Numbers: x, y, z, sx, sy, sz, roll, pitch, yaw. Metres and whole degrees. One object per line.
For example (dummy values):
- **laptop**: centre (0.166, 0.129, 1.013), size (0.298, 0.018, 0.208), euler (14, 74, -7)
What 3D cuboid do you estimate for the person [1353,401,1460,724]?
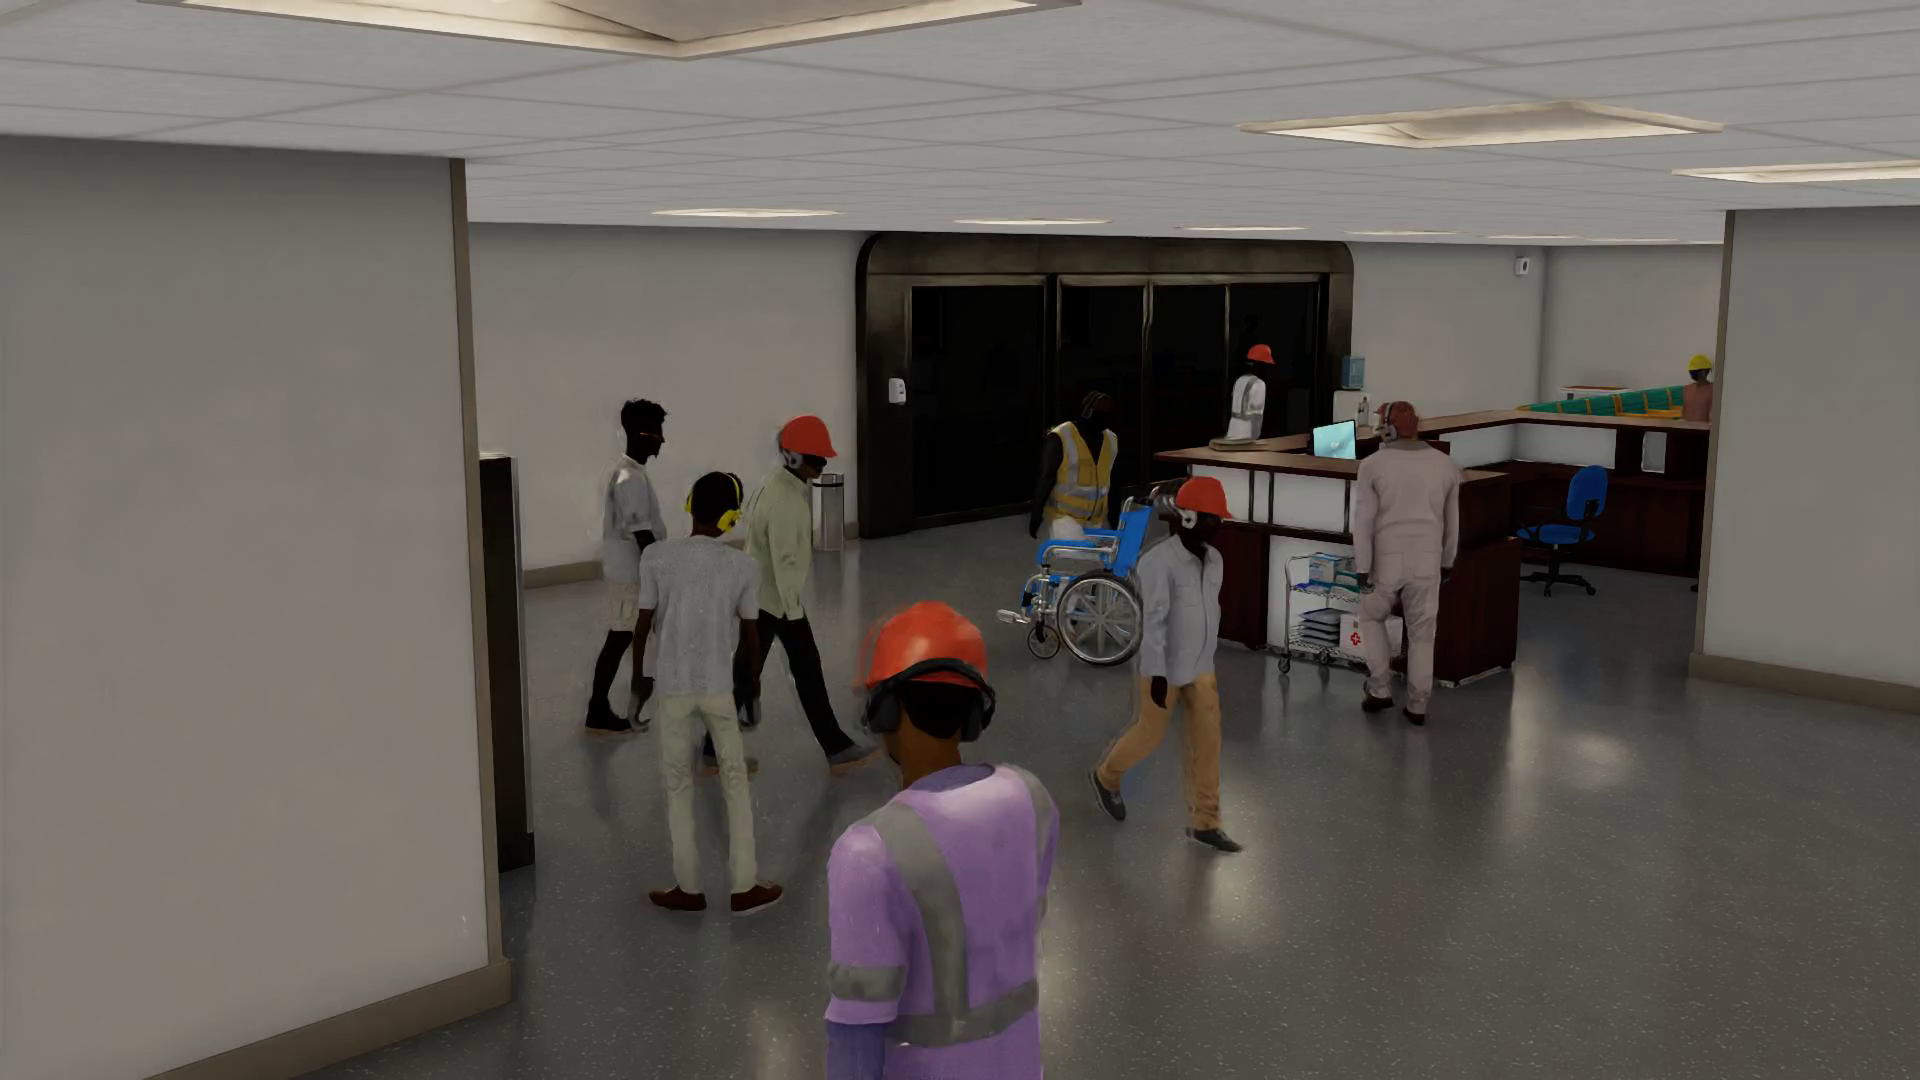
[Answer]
- **person**: centre (2.616, 0.127, 9.807), size (0.682, 1.881, 0.557), euler (-1, 9, -3)

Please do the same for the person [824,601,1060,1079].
- **person**: centre (-0.033, 1.127, 3.328), size (0.521, 1.992, 0.676), euler (6, 11, 35)

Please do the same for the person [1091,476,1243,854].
- **person**: centre (0.974, 0.546, 7.746), size (0.563, 1.721, 0.811), euler (-8, 12, -39)

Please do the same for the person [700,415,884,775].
- **person**: centre (-0.890, 0.307, 8.597), size (1.031, 1.911, 0.620), euler (1, 9, 5)

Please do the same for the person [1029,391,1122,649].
- **person**: centre (0.859, -0.140, 11.696), size (0.700, 1.805, 0.630), euler (-6, 11, -33)

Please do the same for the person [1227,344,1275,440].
- **person**: centre (2.866, -1.041, 16.905), size (0.665, 1.907, 0.570), euler (-2, 9, -11)

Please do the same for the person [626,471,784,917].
- **person**: centre (-1.049, 0.642, 6.831), size (0.648, 1.839, 0.403), euler (-3, 10, -15)
